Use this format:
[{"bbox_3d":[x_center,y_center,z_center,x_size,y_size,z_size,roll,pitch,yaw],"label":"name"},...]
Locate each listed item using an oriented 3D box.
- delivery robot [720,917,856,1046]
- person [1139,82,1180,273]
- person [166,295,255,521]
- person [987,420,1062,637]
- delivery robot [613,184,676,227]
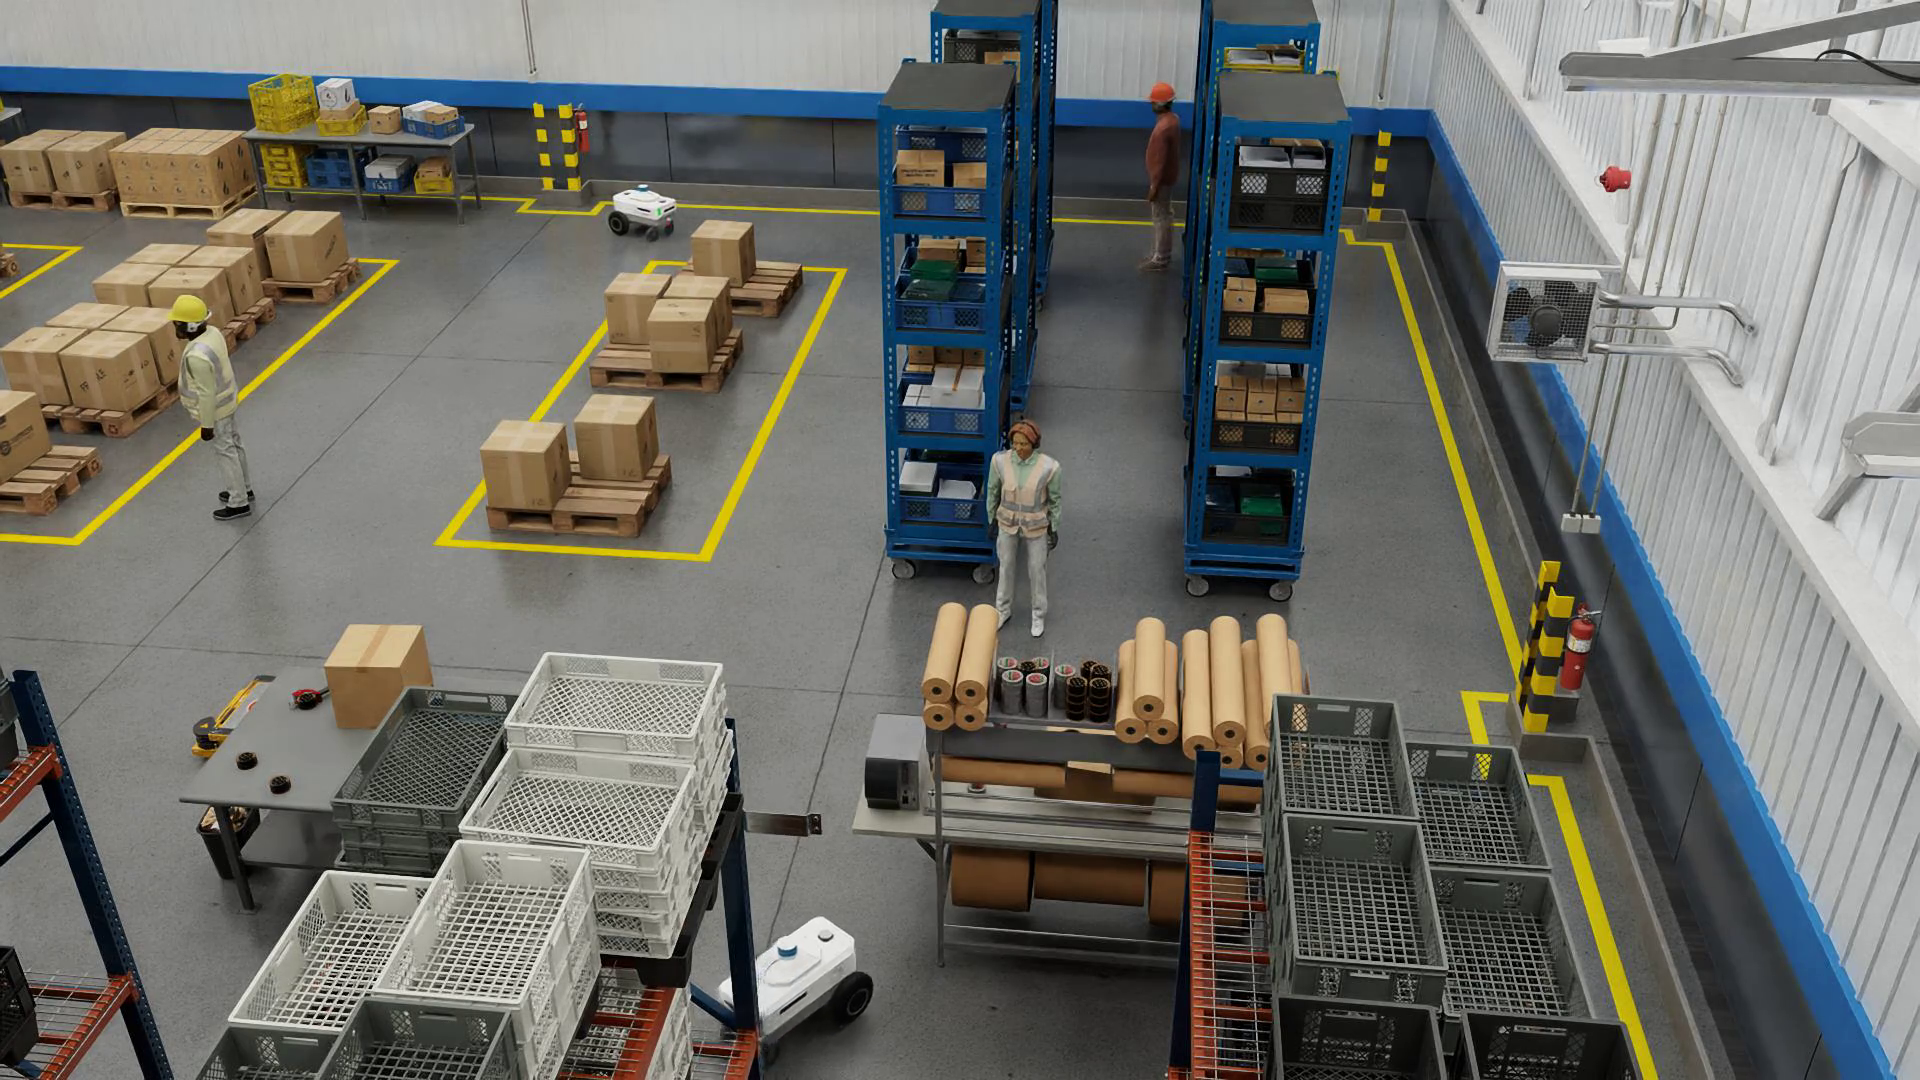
[{"bbox_3d":[-0.868,2.225,8.454,0.477,0.478,0.707,25,38,36],"label":"delivery robot"},{"bbox_3d":[2.106,-3.817,17.503,0.395,1.990,0.619,10,32,17],"label":"person"},{"bbox_3d":[-5.797,-1.038,12.884,0.404,1.837,0.590,-6,31,-10],"label":"person"},{"bbox_3d":[0.436,-0.084,11.439,0.523,1.638,0.310,8,31,14],"label":"person"},{"bbox_3d":[-3.546,-3.758,18.730,0.707,0.478,0.477,17,34,26],"label":"delivery robot"}]
